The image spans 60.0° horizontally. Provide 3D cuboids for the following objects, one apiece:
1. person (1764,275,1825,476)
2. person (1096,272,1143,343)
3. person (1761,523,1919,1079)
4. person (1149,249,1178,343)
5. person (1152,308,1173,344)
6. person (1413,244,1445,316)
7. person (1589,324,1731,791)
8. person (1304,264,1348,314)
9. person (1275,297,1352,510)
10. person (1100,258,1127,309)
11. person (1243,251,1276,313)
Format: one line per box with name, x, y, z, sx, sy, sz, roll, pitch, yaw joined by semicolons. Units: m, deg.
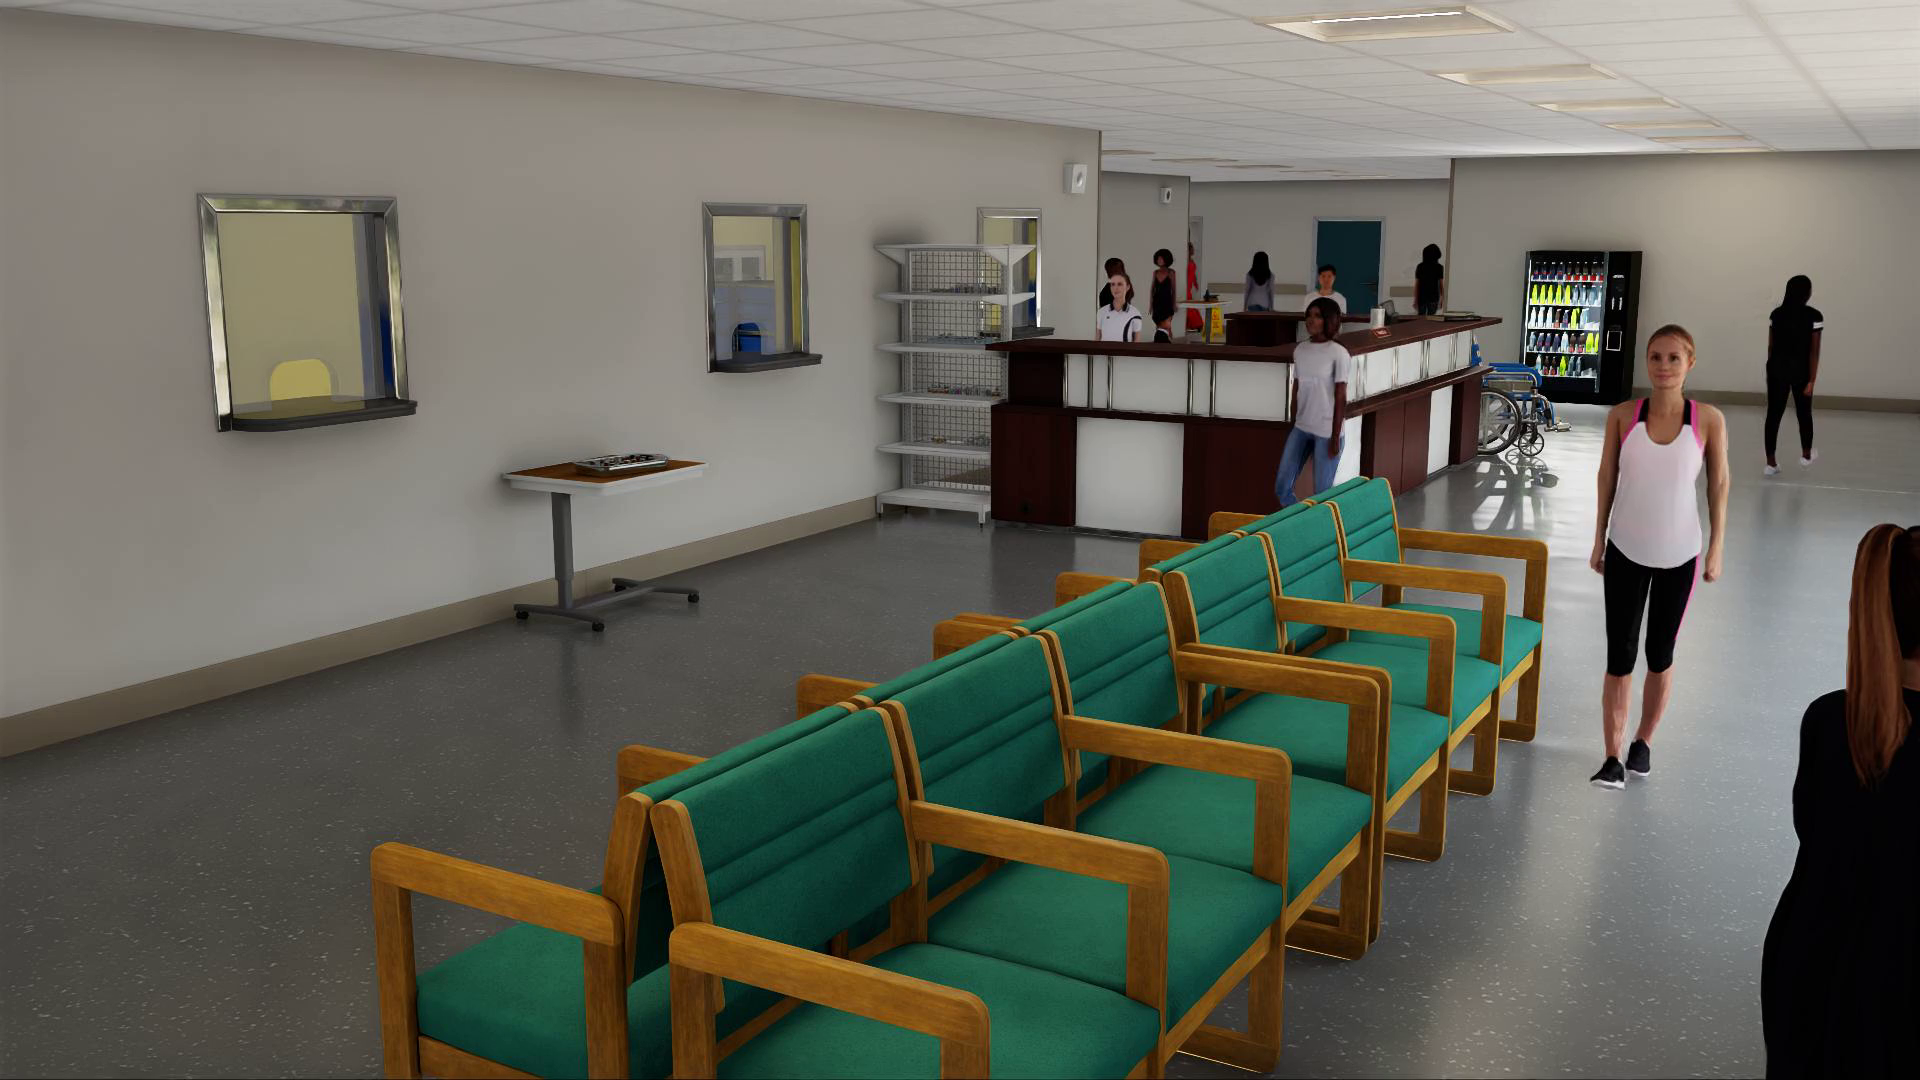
person;7.075;-1.381;14.249;1.089;1.695;0.815;9;14;40
person;1.365;-1.440;14.407;0.556;1.752;0.674;3;11;18
person;1.529;0.804;2.755;0.769;1.688;0.716;-2;11;-12
person;3.180;-3.597;25.708;0.557;1.777;0.646;5;12;27
person;2.267;-2.030;18.942;0.619;1.221;0.574;-2;11;-10
person;7.910;-4.087;28.155;0.711;1.815;0.737;5;12;25
person;2.695;0.066;6.434;0.881;1.767;0.709;6;12;27
person;3.966;-2.157;18.213;0.813;1.710;0.803;3;11;16
person;2.264;-0.641;10.303;0.774;1.712;0.678;-9;14;-39
person;1.583;-2.100;17.736;0.654;1.808;0.683;2;11;11
person;4.742;-3.673;26.359;1.167;1.684;1.044;0;11;1
